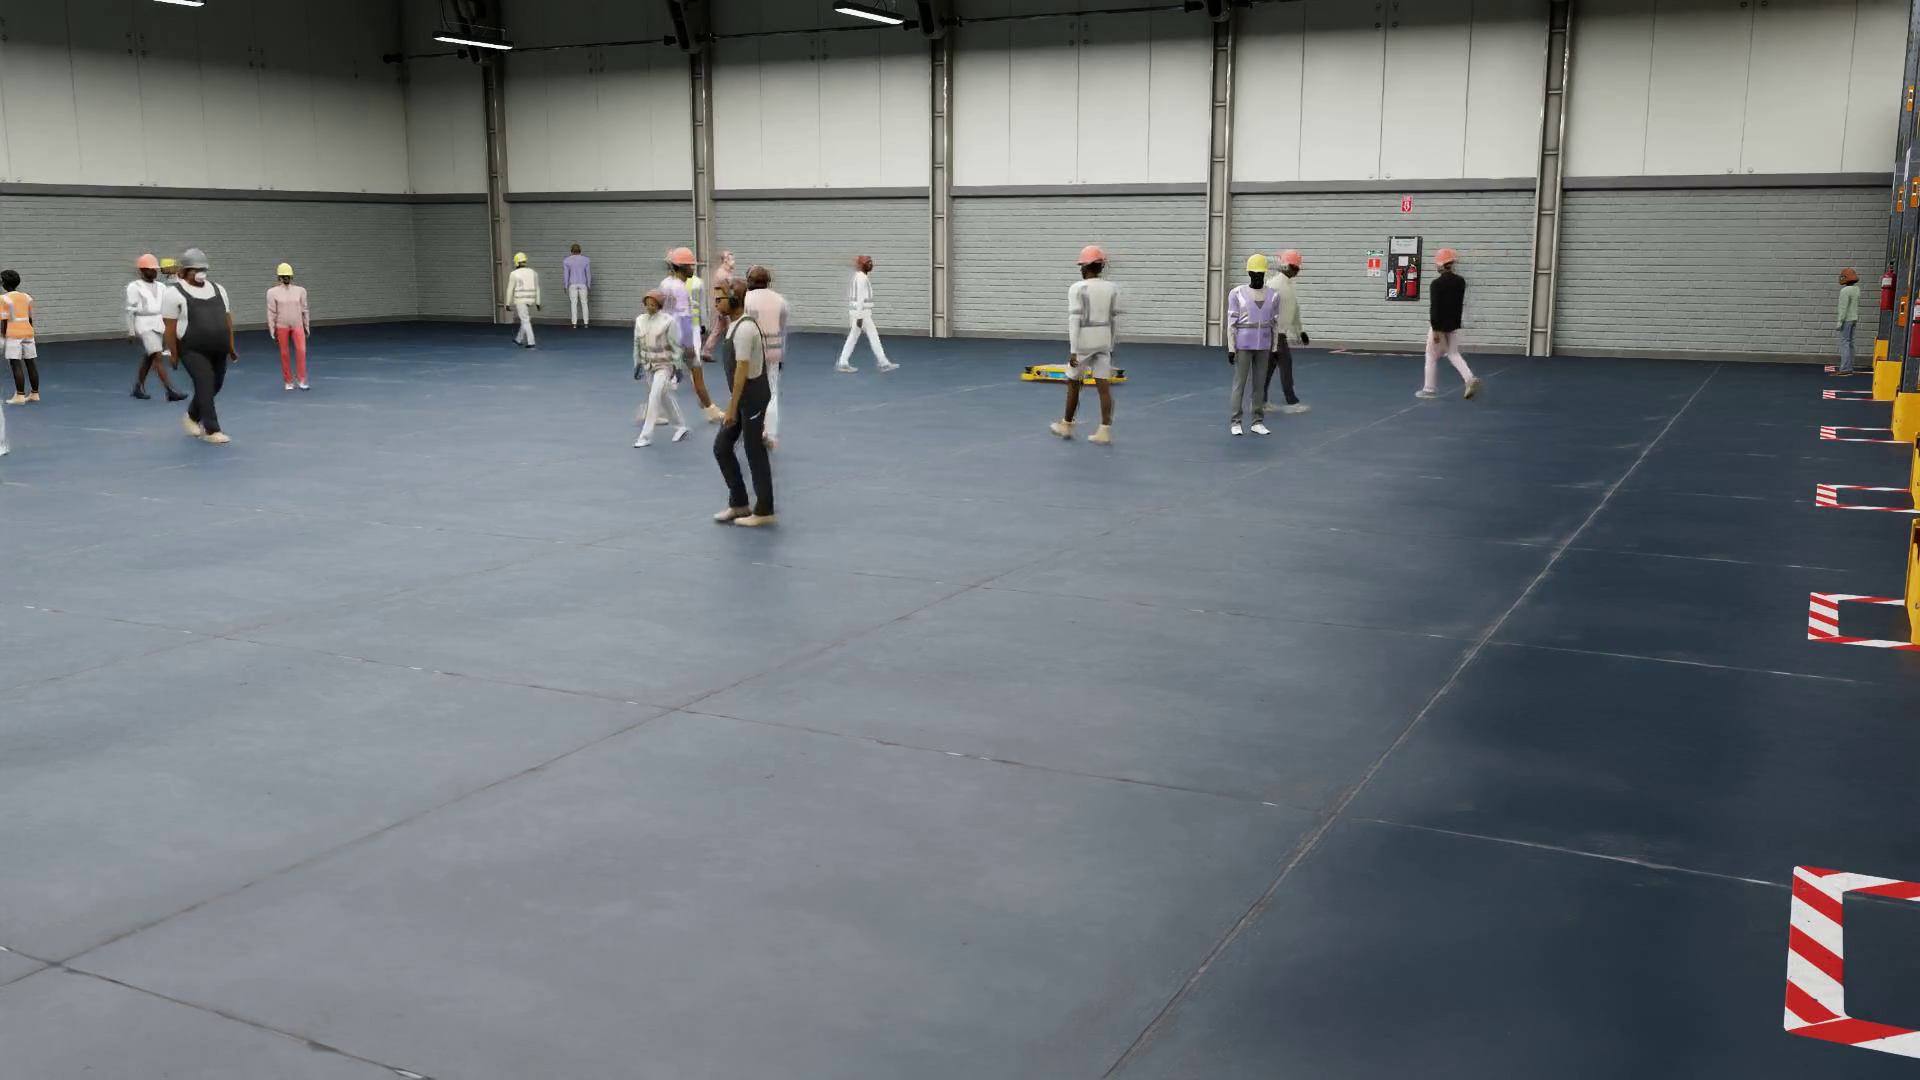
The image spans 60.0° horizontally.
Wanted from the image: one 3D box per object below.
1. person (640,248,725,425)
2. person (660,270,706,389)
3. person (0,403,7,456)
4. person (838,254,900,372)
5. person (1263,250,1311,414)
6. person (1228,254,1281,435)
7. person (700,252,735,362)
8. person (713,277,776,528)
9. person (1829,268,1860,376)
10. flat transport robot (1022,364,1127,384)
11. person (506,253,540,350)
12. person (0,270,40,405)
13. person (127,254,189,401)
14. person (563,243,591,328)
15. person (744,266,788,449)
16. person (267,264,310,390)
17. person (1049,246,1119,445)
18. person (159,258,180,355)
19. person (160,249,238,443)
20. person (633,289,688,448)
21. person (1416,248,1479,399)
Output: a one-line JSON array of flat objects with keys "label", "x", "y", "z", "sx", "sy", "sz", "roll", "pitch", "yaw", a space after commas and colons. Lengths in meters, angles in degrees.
[{"label": "person", "x": -3.116, "y": -2.270, "z": 18.655, "sx": 1.076, "sy": 1.990, "sz": 0.626, "roll": -2, "pitch": 11, "yaw": -12}, {"label": "person", "x": -3.840, "y": -3.010, "z": 23.134, "sx": 0.628, "sy": 1.837, "sz": 0.429, "roll": -1, "pitch": 10, "yaw": -5}, {"label": "person", "x": -9.383, "y": -1.674, "z": 15.678, "sx": 0.594, "sy": 1.889, "sz": 0.912, "roll": 0, "pitch": 10, "yaw": 2}, {"label": "person", "x": -1.471, "y": -3.527, "z": 25.948, "sx": 0.974, "sy": 1.829, "sz": 0.596, "roll": -1, "pitch": 10, "yaw": -7}, {"label": "person", "x": 3.941, "y": -2.495, "z": 19.988, "sx": 0.910, "sy": 1.943, "sz": 0.649, "roll": 6, "pitch": 12, "yaw": 31}, {"label": "person", "x": 3.149, "y": -2.081, "z": 17.791, "sx": 0.590, "sy": 1.926, "sz": 0.388, "roll": -2, "pitch": 11, "yaw": -13}, {"label": "person", "x": -3.930, "y": -3.894, "z": 27.869, "sx": 0.977, "sy": 1.865, "sz": 0.659, "roll": -1, "pitch": 10, "yaw": -6}, {"label": "person", "x": -1.617, "y": -0.985, "z": 12.088, "sx": 0.577, "sy": 1.822, "sz": 0.524, "roll": -4, "pitch": 11, "yaw": -20}, {"label": "person", "x": 13.452, "y": -3.301, "z": 25.243, "sx": 0.498, "sy": 1.633, "sz": 0.283, "roll": -8, "pitch": 13, "yaw": -38}, {"label": "flat transport robot", "x": 1.653, "y": -2.411, "z": 24.108, "sx": 1.431, "sy": 0.197, "sz": 0.652, "roll": 9, "pitch": 14, "yaw": 41}, {"label": "person", "x": -8.255, "y": -4.474, "z": 31.205, "sx": 0.902, "sy": 1.785, "sz": 0.625, "roll": 8, "pitch": 13, "yaw": 37}, {"label": "person", "x": -11.920, "y": -2.559, "z": 21.021, "sx": 0.321, "sy": 1.697, "sz": 0.529, "roll": 3, "pitch": 11, "yaw": 14}, {"label": "person", "x": -10.425, "y": -2.736, "z": 21.475, "sx": 1.023, "sy": 1.886, "sz": 0.558, "roll": 4, "pitch": 11, "yaw": 23}, {"label": "person", "x": -8.811, "y": -5.851, "z": 38.317, "sx": 0.627, "sy": 1.940, "sz": 0.372, "roll": -4, "pitch": 11, "yaw": -19}, {"label": "person", "x": -2.001, "y": -1.808, "z": 16.577, "sx": 0.652, "sy": 1.826, "sz": 0.445, "roll": -10, "pitch": 14, "yaw": -42}, {"label": "person", "x": -9.170, "y": -2.899, "z": 22.768, "sx": 0.546, "sy": 1.734, "sz": 0.795, "roll": -6, "pitch": 12, "yaw": -29}, {"label": "person", "x": 1.283, "y": -2.004, "z": 17.137, "sx": 0.645, "sy": 2.005, "sz": 0.969, "roll": -6, "pitch": 12, "yaw": -29}, {"label": "person", "x": -14.150, "y": -4.170, "z": 29.754, "sx": 0.693, "sy": 1.713, "sz": 0.483, "roll": -9, "pitch": 14, "yaw": -40}, {"label": "person", "x": -7.932, "y": -2.050, "z": 17.311, "sx": 0.936, "sy": 2.000, "sz": 0.679, "roll": 6, "pitch": 12, "yaw": 31}, {"label": "person", "x": -3.053, "y": -1.763, "z": 16.975, "sx": 0.531, "sy": 1.590, "sz": 0.846, "roll": 7, "pitch": 12, "yaw": 33}, {"label": "person", "x": 6.353, "y": -2.795, "z": 21.584, "sx": 0.615, "sy": 1.966, "sz": 0.831, "roll": -5, "pitch": 12, "yaw": -26}]
